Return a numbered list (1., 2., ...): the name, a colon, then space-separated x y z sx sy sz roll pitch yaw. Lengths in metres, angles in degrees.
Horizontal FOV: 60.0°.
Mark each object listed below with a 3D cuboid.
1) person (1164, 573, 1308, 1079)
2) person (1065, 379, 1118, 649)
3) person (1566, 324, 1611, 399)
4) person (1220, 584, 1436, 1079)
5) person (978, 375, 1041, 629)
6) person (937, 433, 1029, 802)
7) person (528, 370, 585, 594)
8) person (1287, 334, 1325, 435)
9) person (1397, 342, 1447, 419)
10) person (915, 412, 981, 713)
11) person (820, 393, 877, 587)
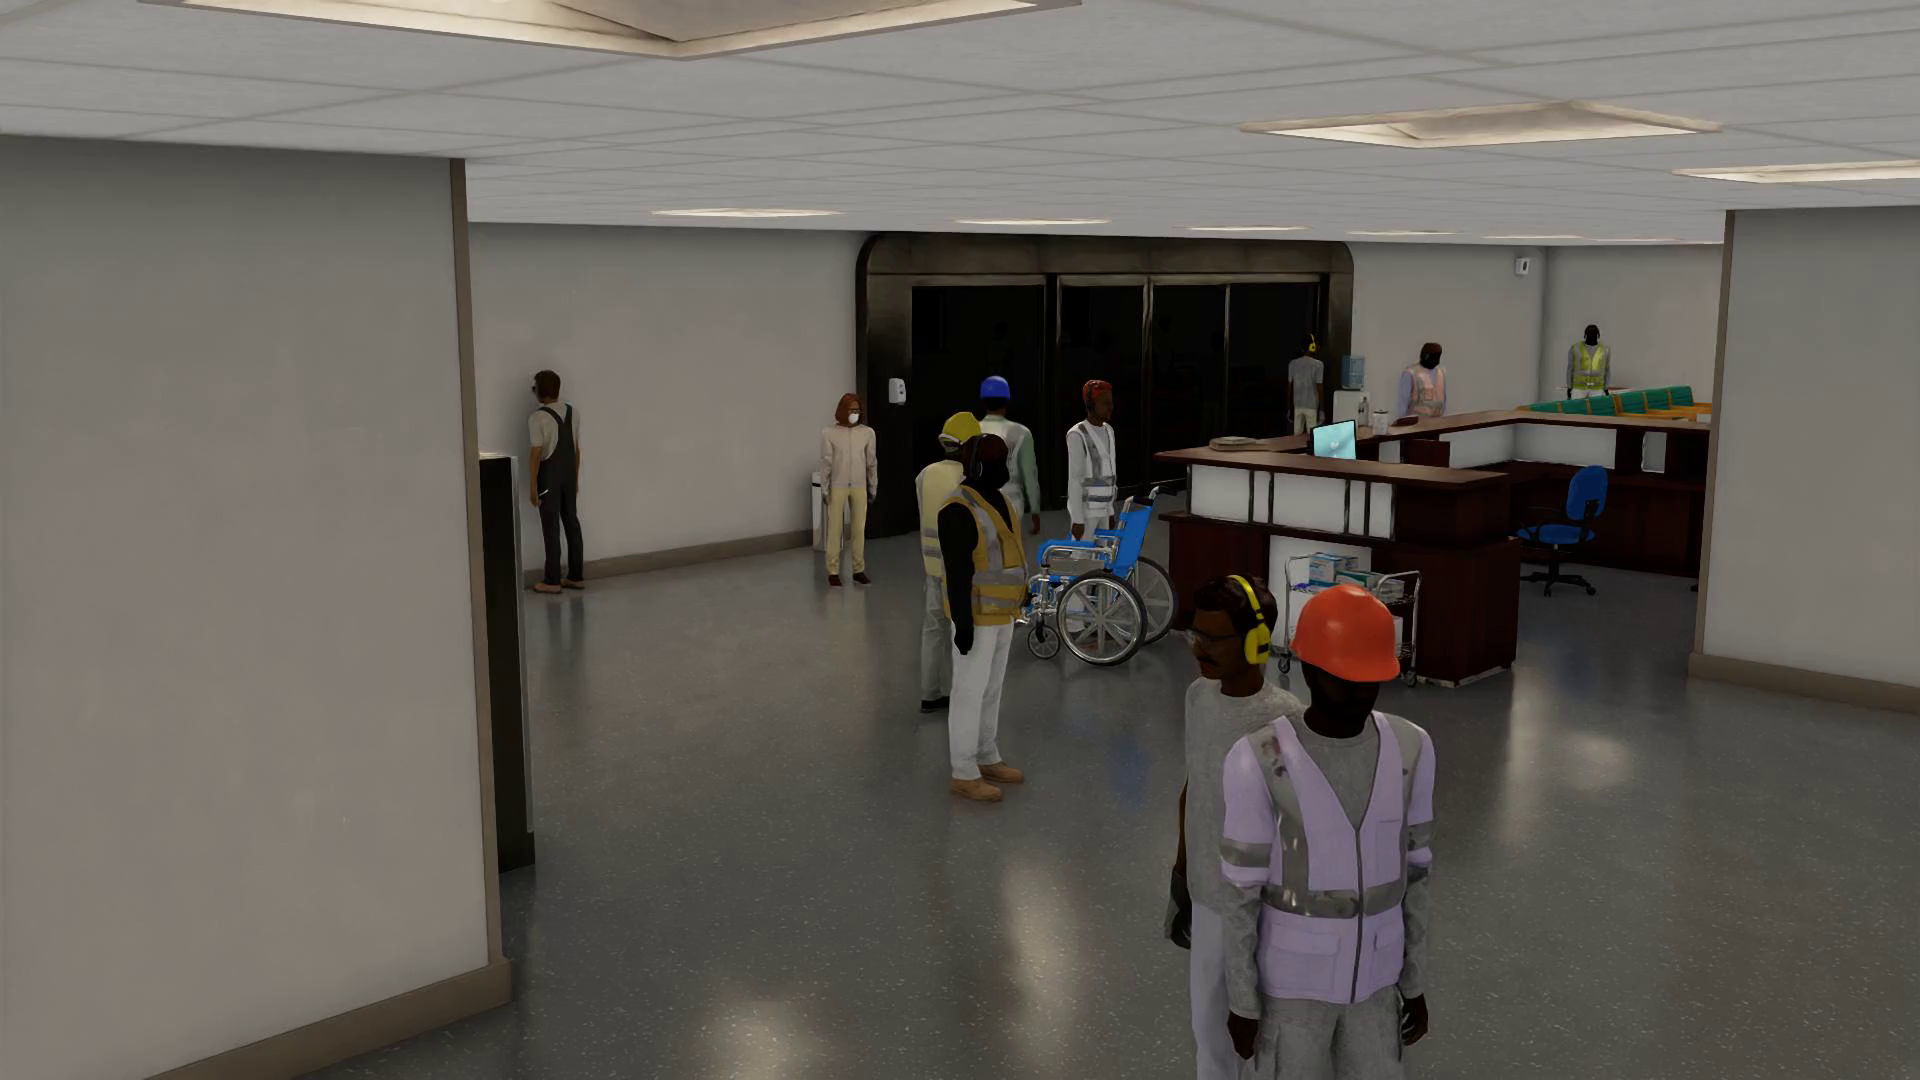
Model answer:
1. person: 0.745 1.004 4.490 0.309 1.864 0.535 -6 11 -33
2. person: 0.933 -0.190 11.752 0.338 1.882 0.582 5 11 29
3. person: 9.257 -2.250 24.514 0.619 1.845 0.430 2 9 11
4. person: 0.897 1.050 4.033 0.539 1.929 0.389 -2 10 -15
5. person: 0.241 -0.215 11.905 0.649 1.916 0.909 5 10 26
6. person: 0.129 0.378 8.403 0.429 1.842 0.634 4 10 23
7. person: -3.319 -0.470 13.621 0.354 1.842 0.510 6 11 35
8. person: 4.266 -1.602 20.488 0.334 1.862 0.521 -9 13 -44
9. person: 5.326 -1.365 19.153 0.690 1.820 0.434 -4 10 -25
10. person: -0.012 0.157 9.825 0.405 1.823 0.589 -8 12 -42
11. person: -0.932 -0.420 13.970 0.504 1.628 0.285 -4 10 -23
